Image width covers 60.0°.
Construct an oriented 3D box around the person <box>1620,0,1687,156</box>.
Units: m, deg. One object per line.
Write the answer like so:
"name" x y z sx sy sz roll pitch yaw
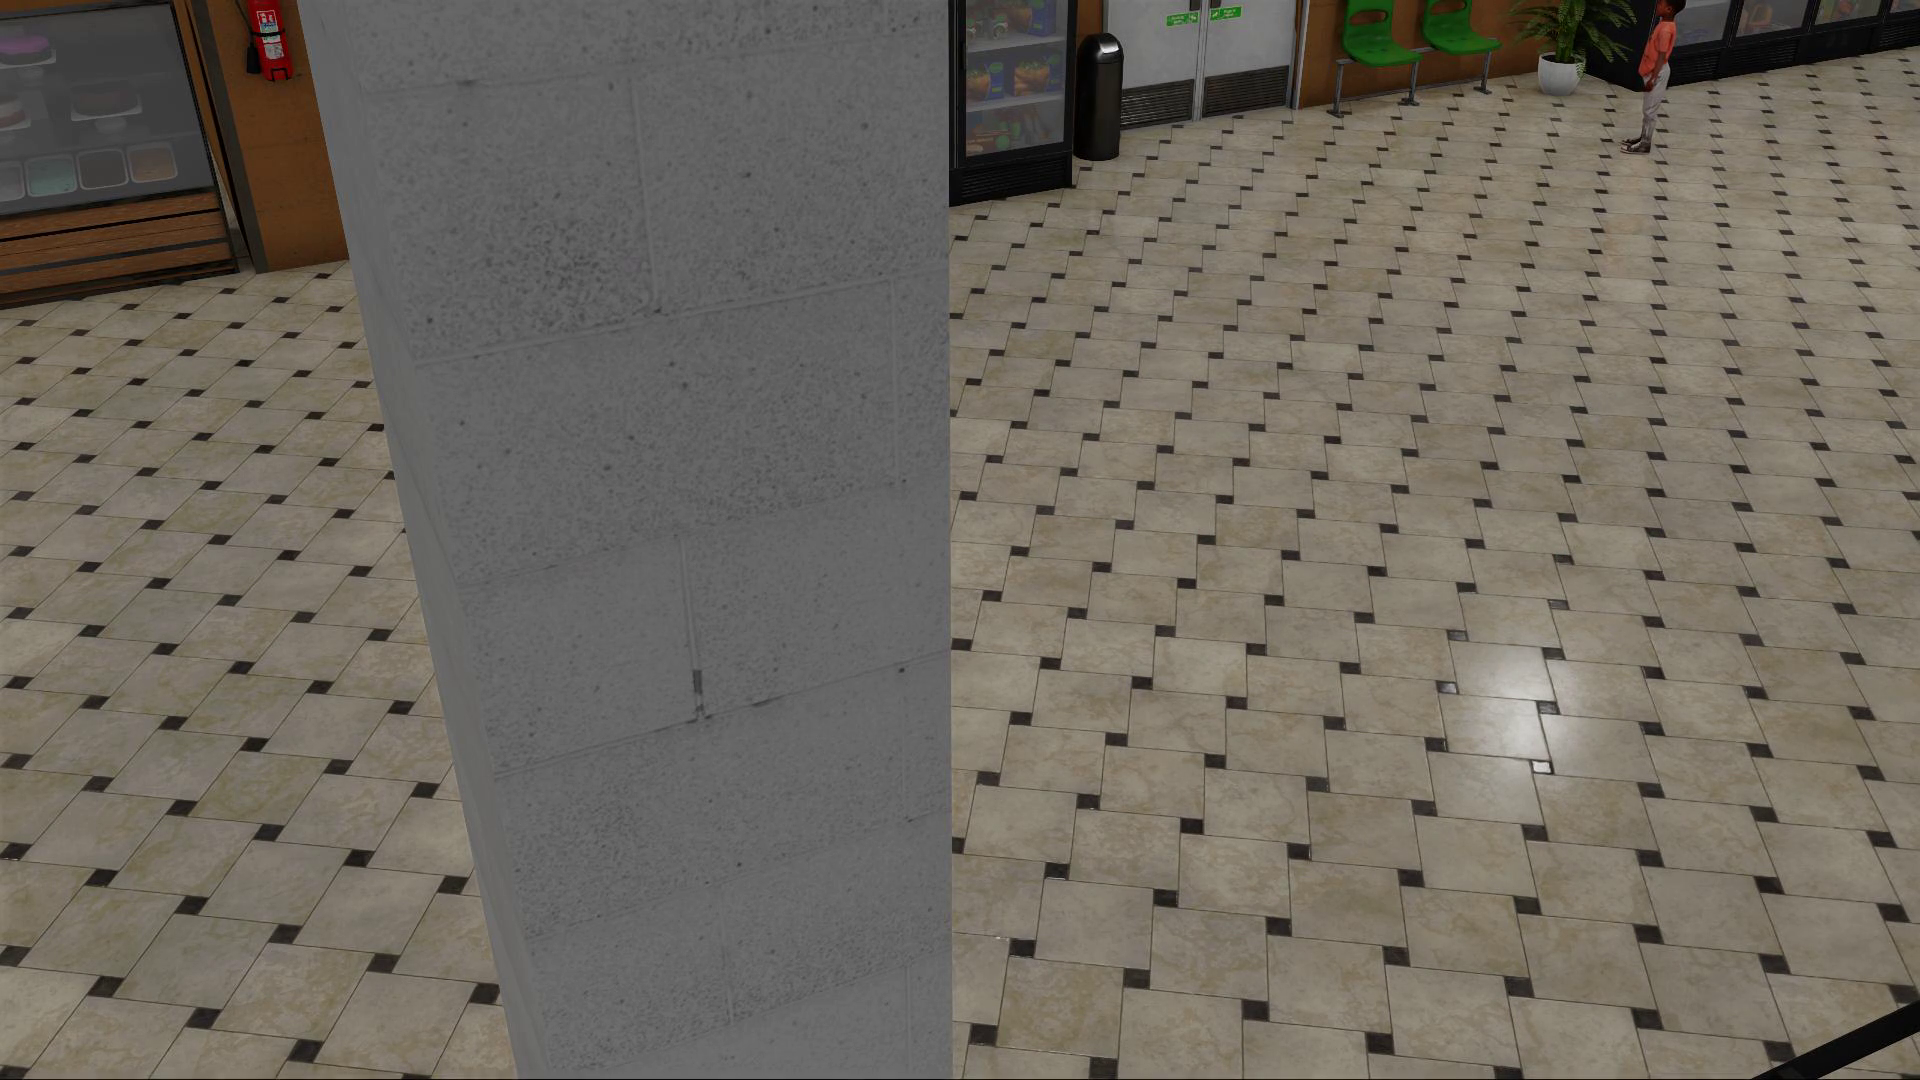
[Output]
"person" 5.715 -3.836 13.639 0.622 1.311 0.568 12 34 19
